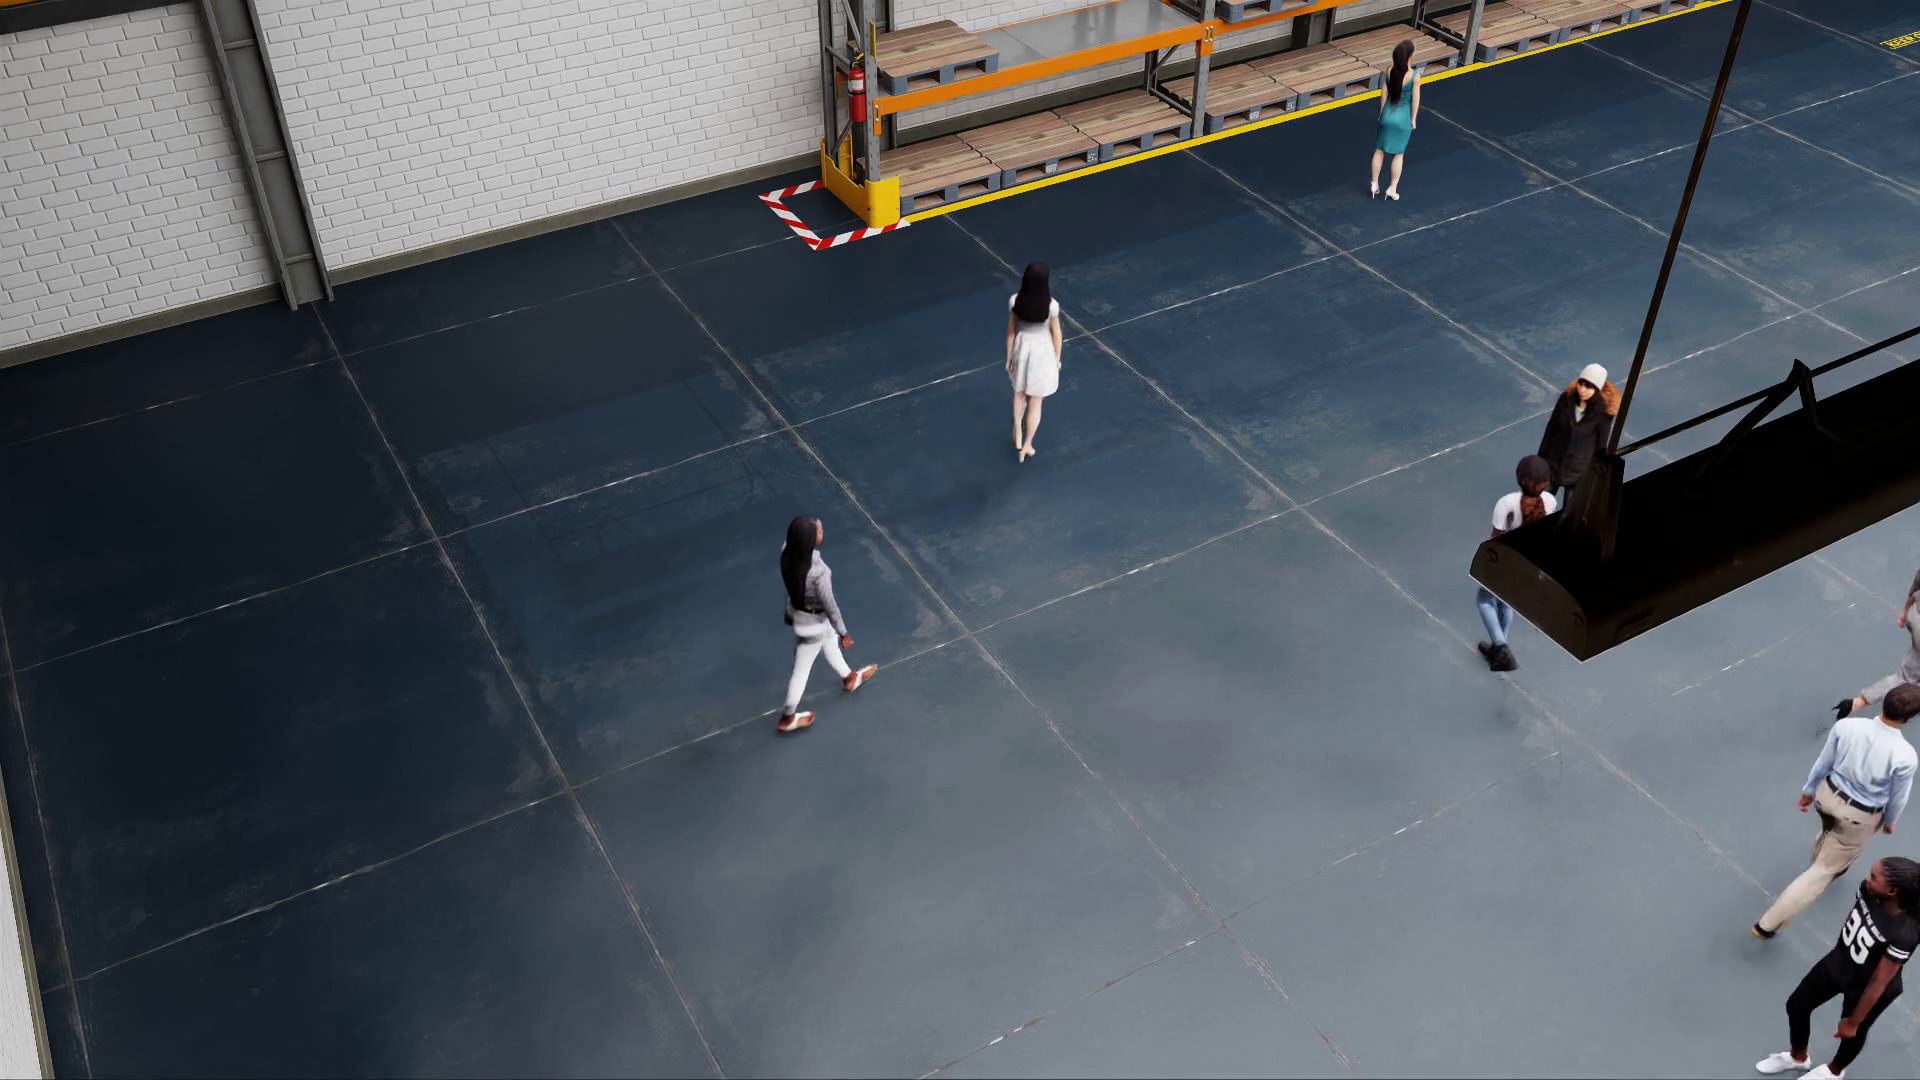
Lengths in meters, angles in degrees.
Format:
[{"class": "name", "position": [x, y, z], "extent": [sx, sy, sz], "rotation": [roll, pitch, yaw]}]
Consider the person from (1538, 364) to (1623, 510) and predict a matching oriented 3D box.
[{"class": "person", "position": [4.474, -0.584, 12.190], "extent": [0.713, 1.634, 0.716], "rotation": [27, 46, 30]}]

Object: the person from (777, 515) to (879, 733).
[{"class": "person", "position": [-1.047, 0.570, 10.698], "extent": [1.033, 1.691, 0.632], "rotation": [-21, 43, -24]}]

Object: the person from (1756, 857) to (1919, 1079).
[{"class": "person", "position": [4.699, 2.253, 8.565], "extent": [0.780, 1.723, 0.761], "rotation": [-9, 39, -11]}]

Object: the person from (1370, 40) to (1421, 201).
[{"class": "person", "position": [4.369, -4.211, 16.689], "extent": [0.615, 1.686, 0.619], "rotation": [24, 44, 27]}]

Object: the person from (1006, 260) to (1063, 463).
[{"class": "person", "position": [0.545, -1.344, 13.035], "extent": [0.778, 1.766, 0.837], "rotation": [15, 41, 18]}]

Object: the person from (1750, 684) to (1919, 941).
[{"class": "person", "position": [4.949, 1.565, 9.357], "extent": [1.264, 1.811, 0.658], "rotation": [-22, 44, -25]}]

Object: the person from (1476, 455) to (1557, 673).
[{"class": "person", "position": [3.722, 0.232, 11.110], "extent": [0.772, 1.705, 0.780], "rotation": [-6, 39, -8]}]

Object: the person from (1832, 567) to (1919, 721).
[{"class": "person", "position": [6.157, 0.600, 10.693], "extent": [1.129, 1.651, 0.869], "rotation": [-5, 39, -7]}]
